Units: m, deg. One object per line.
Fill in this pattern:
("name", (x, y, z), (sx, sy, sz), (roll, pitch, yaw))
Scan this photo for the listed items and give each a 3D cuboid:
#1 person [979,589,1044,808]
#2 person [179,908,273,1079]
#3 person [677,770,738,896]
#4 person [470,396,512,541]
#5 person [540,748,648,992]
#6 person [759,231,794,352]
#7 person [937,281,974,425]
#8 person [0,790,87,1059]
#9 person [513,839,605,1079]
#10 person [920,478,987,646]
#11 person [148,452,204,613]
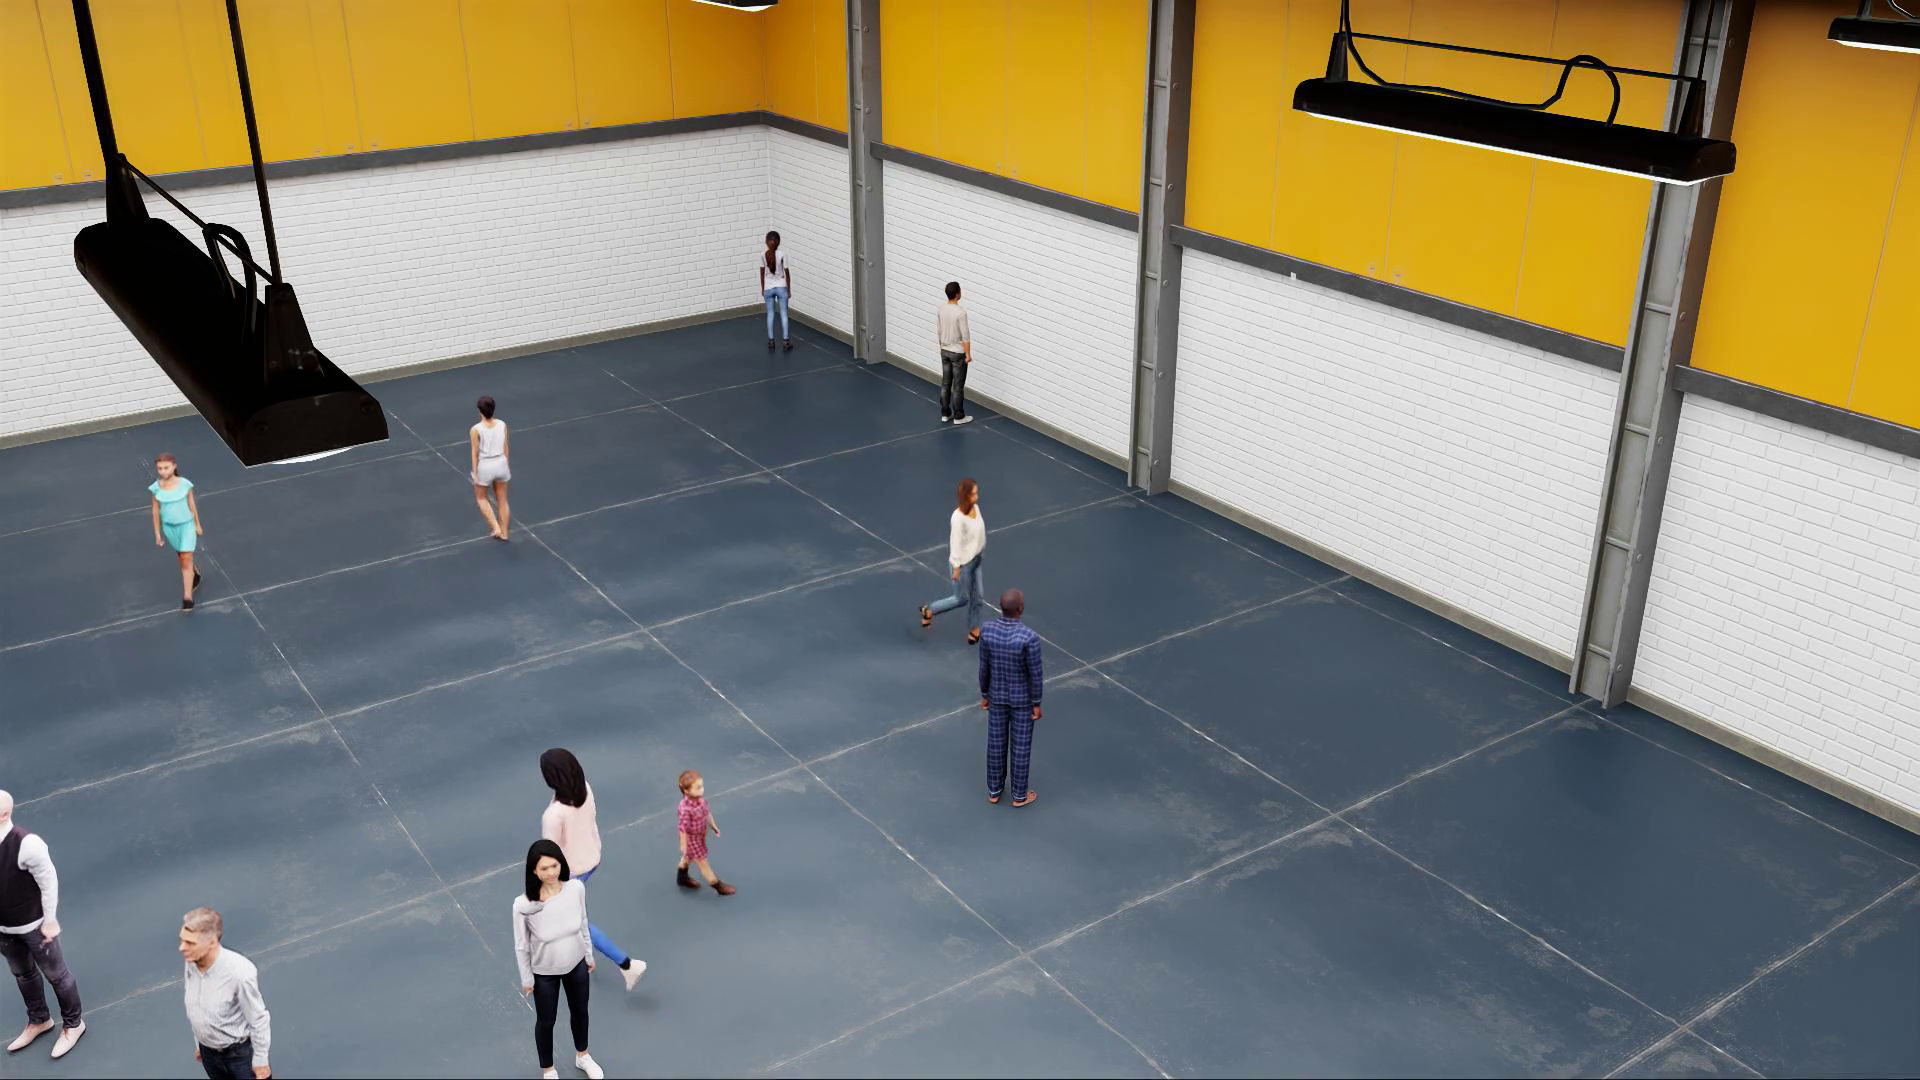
("person", (0.385, 1.196, 12.715), (0.736, 1.824, 0.840), (10, 25, 21))
("person", (-3.986, 2.773, 9.114), (0.684, 1.819, 0.800), (10, 25, 21))
("person", (-1.920, 2.060, 11.768), (0.781, 1.000, 0.664), (8, 25, 18))
("person", (-4.858, -0.714, 17.364), (0.593, 1.601, 0.576), (-18, 30, -36))
("person", (-2.393, 2.146, 10.647), (1.175, 1.740, 1.007), (9, 25, 20))
("person", (-2.624, -3.551, 23.706), (0.669, 1.719, 0.714), (2, 24, 5))
("person", (-0.083, -2.352, 20.848), (0.580, 1.812, 0.769), (19, 30, 36))
("person", (-5.712, 2.319, 10.149), (0.764, 1.823, 0.839), (6, 24, 13))
("person", (-2.386, 2.512, 9.860), (0.614, 1.701, 0.552), (-17, 29, -34))
("person", (-0.025, 0.205, 15.187), (1.045, 1.660, 0.906), (10, 25, 21))
("person", (-7.561, -0.133, 16.136), (0.853, 1.519, 1.137), (-4, 24, -9))
